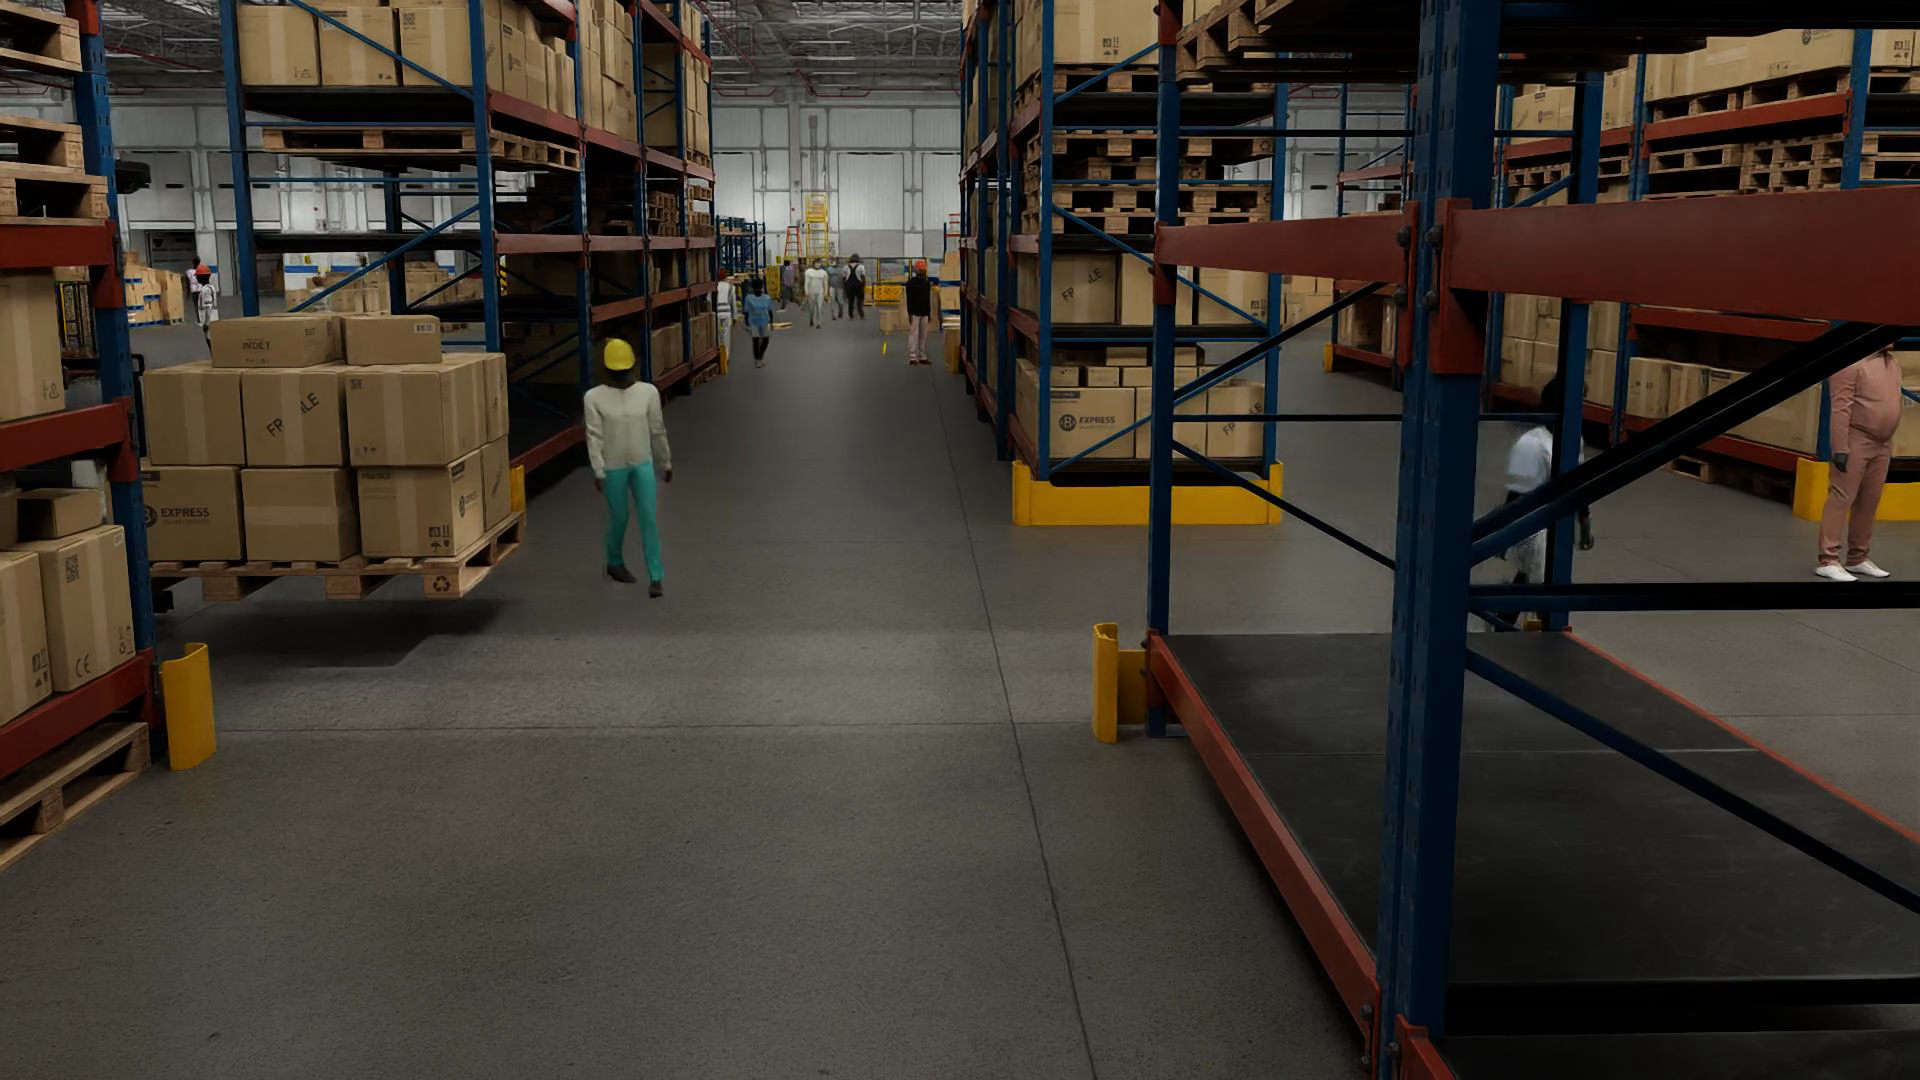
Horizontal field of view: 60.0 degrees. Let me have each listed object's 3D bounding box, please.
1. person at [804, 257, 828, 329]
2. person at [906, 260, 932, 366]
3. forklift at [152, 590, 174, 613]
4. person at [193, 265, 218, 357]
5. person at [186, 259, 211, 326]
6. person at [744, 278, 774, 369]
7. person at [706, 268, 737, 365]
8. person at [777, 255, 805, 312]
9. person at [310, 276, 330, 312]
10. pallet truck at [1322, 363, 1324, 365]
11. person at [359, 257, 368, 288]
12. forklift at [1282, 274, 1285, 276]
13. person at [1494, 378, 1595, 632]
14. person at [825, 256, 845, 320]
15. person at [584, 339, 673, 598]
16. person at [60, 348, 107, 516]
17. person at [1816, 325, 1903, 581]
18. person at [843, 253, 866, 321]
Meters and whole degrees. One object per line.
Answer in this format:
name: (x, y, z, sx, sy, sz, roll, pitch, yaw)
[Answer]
person: (-3.880, -6.664, 44.907, 0.649, 1.924, 0.588, -2, 10, -10)
person: (-0.762, -4.291, 31.499, 0.388, 1.993, 0.613, 9, 13, 41)
forklift: (-5.858, -0.811, 9.639, 1.873, 2.768, 1.129, -1, 10, -3)
person: (-13.207, -3.846, 29.170, 0.356, 1.937, 0.552, -3, 11, -18)
person: (-21.377, -6.961, 46.739, 0.611, 1.872, 1.014, -2, 10, -13)
person: (-3.728, -4.009, 30.794, 0.565, 1.676, 0.375, -4, 11, -22)
person: (-4.581, -4.274, 31.824, 0.603, 1.839, 0.955, -3, 11, -17)
person: (-5.693, -8.604, 55.802, 0.864, 1.904, 0.593, 1, 10, 7)
person: (-13.512, -4.766, 35.173, 0.595, 1.627, 0.523, 5, 11, 27)
pallet truck: (7.712, -4.157, 30.737, 1.885, 1.965, 0.823, 3, 11, 16)
person: (-19.071, -8.127, 53.260, 0.431, 1.852, 0.549, -1, 10, -7)
forklift: (12.239, -10.307, 62.540, 1.129, 2.768, 1.873, 0, 10, -2)
person: (3.128, -0.041, 8.747, 0.607, 1.637, 0.873, -9, 13, -40)
person: (-3.730, -7.585, 50.056, 0.632, 1.923, 0.745, 1, 10, 4)
person: (-2.225, -0.503, 11.161, 0.587, 1.712, 0.767, -5, 11, -26)
person: (-6.355, -0.595, 12.051, 0.853, 1.588, 0.507, -2, 10, -10)
person: (6.290, -0.659, 11.546, 0.647, 1.900, 0.401, -5, 11, -27)
person: (-3.102, -7.544, 49.486, 0.704, 2.000, 0.893, 2, 10, 11)
